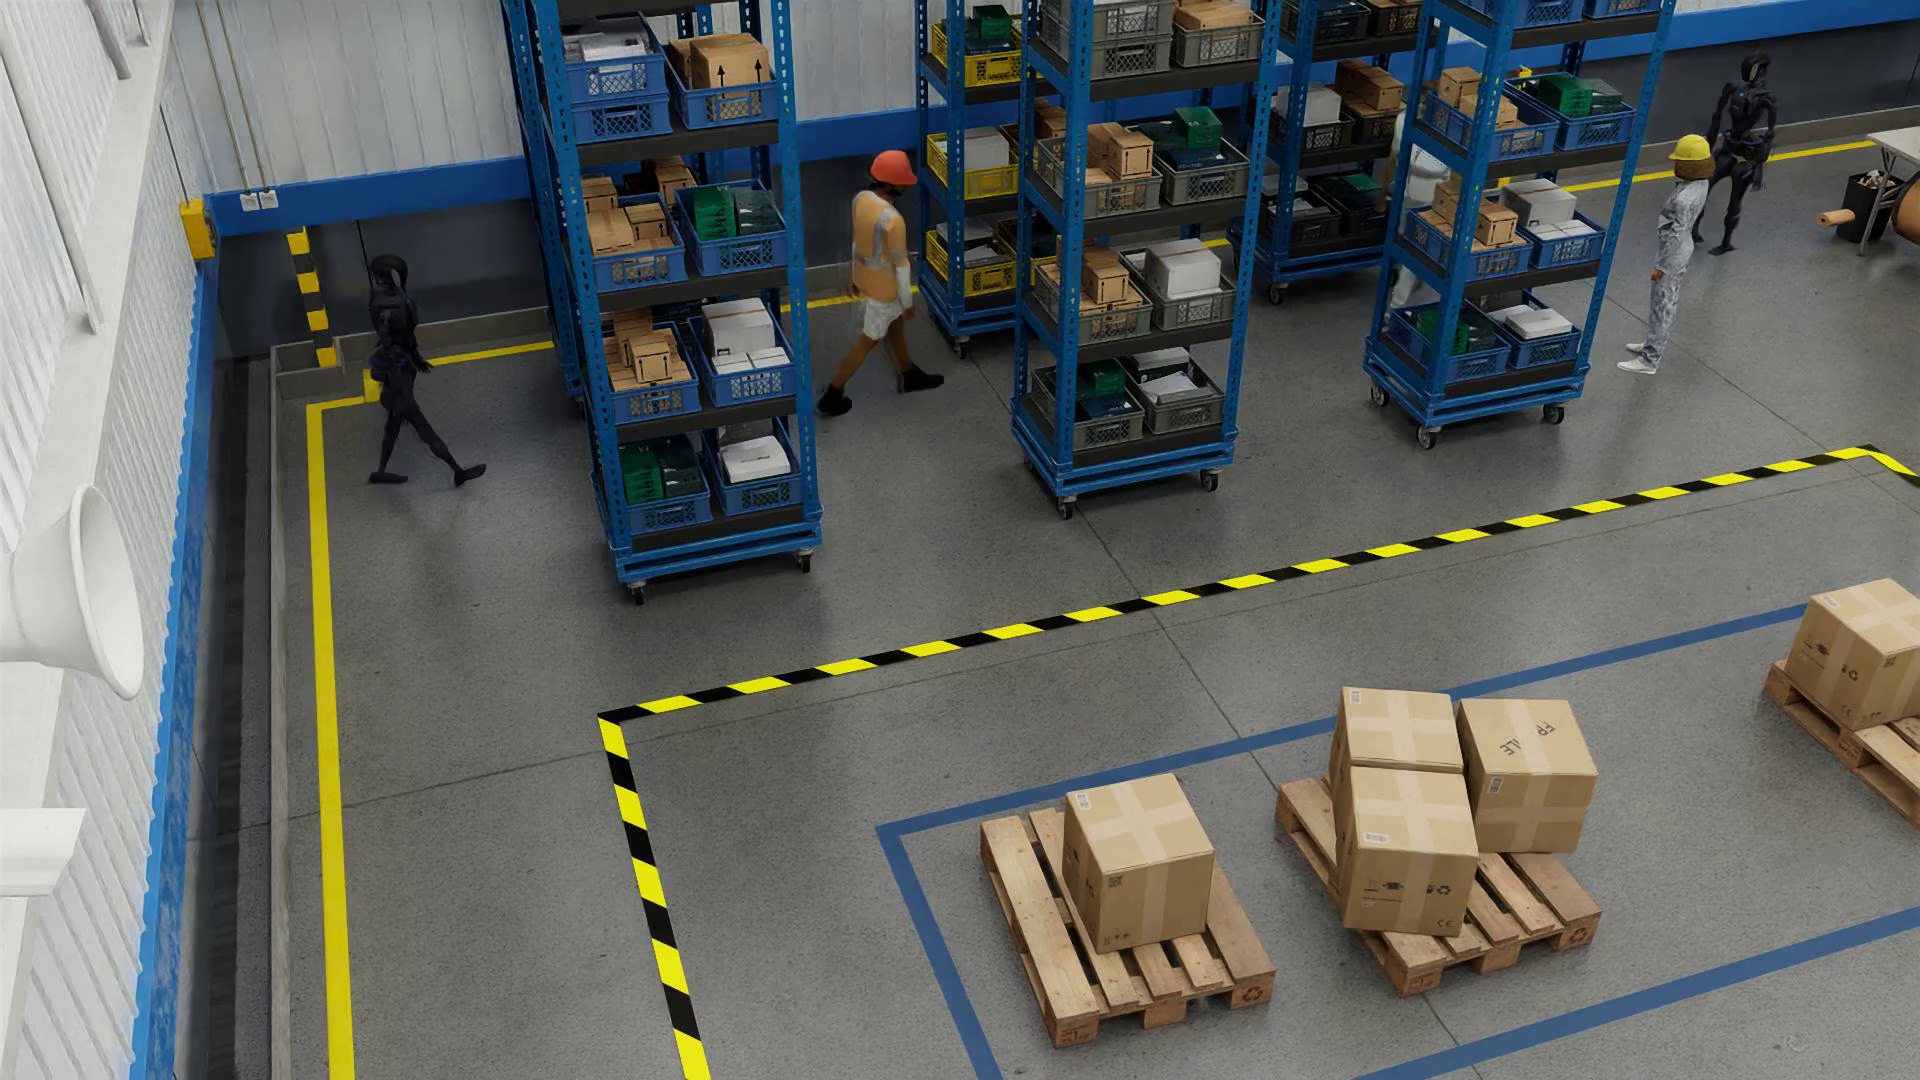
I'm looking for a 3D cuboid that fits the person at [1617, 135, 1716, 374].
[{"bbox_3d":[4.939,-1.977,11.610,0.305,1.707,0.483,19,40,25],"label":"person"}]

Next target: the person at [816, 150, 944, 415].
[{"bbox_3d":[-0.566,-1.699,11.075,0.983,1.882,0.558,-18,39,-24],"label":"person"}]

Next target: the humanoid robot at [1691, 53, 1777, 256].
[{"bbox_3d":[6.112,-3.021,13.126,0.486,1.643,0.609,-17,39,-23],"label":"humanoid robot"}]

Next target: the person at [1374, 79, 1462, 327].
[{"bbox_3d":[3.417,-2.551,12.330,0.563,1.806,0.845,27,43,33],"label":"person"}]

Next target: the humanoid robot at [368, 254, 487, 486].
[{"bbox_3d":[-3.448,-1.052,10.361,0.789,1.621,0.602,-3,35,-4],"label":"humanoid robot"}]
